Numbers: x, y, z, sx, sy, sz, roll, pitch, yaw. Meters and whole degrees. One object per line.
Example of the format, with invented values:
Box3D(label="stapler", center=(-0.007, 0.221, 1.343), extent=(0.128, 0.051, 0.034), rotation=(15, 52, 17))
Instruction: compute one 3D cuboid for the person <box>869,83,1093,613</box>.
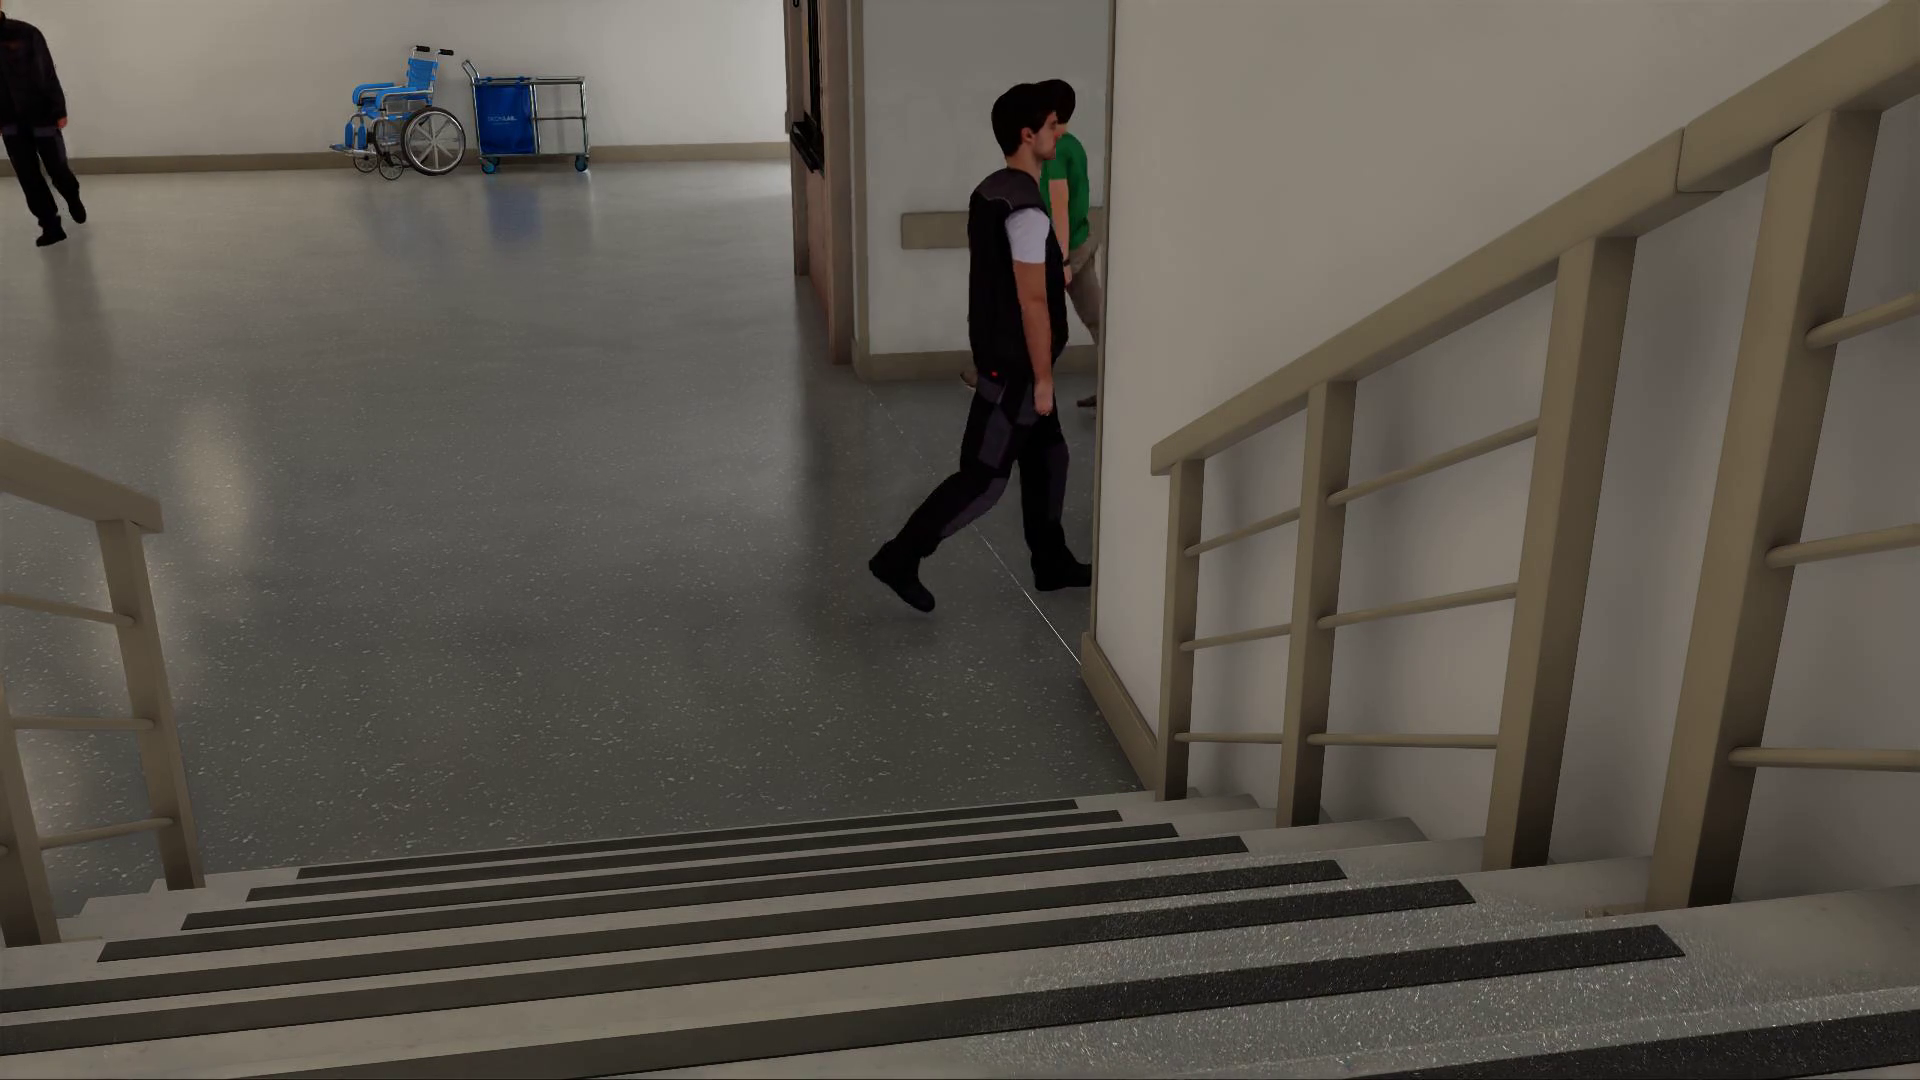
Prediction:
Box3D(label="person", center=(0.080, -0.601, 5.732), extent=(0.739, 1.814, 1.085), rotation=(-4, 21, -10))

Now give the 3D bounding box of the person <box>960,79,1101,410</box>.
Box3D(label="person", center=(0.602, -1.369, 8.065), extent=(1.017, 1.598, 1.123), rotation=(8, 22, 20))

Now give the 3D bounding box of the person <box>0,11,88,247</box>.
Box3D(label="person", center=(-6.969, -3.200, 12.458), extent=(0.769, 1.912, 0.963), rotation=(-6, 22, -15))
